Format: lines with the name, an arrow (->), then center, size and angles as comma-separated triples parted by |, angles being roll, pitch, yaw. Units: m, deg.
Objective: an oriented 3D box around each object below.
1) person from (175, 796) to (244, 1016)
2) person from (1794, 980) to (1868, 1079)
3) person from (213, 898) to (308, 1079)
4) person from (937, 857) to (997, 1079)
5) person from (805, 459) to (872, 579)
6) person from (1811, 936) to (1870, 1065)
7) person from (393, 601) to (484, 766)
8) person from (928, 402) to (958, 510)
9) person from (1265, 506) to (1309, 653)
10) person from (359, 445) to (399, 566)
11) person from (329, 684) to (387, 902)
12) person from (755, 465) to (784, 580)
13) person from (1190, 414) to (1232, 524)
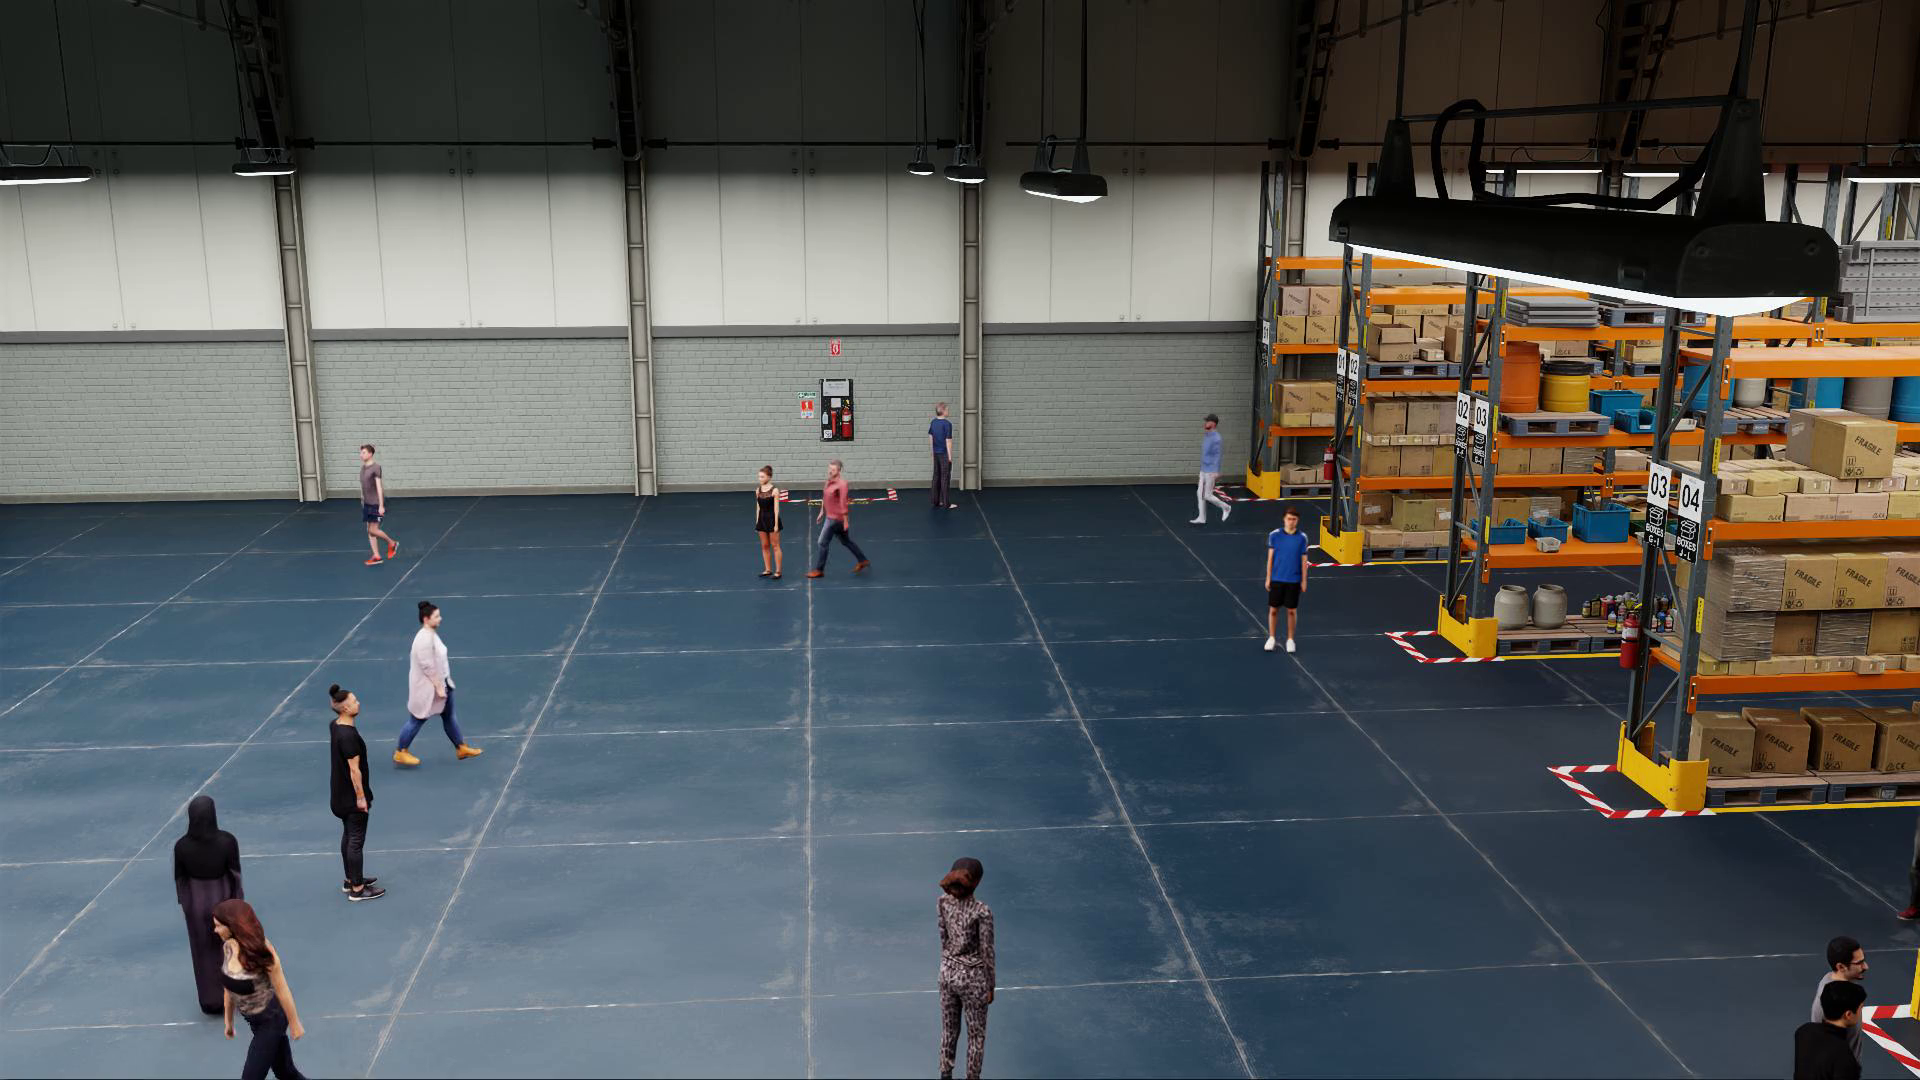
person -> -5.436, 2.655, 12.026 | 0.858, 1.608, 0.807 | -5, 14, -22
person -> 4.717, 3.251, 9.219 | 0.652, 1.714, 0.671 | -1, 13, -5
person -> -4.215, 2.992, 10.316 | 0.992, 1.724, 1.025 | 7, 15, 29
person -> 0.028, 2.872, 10.854 | 0.651, 1.715, 0.727 | 8, 15, 32
person -> -1.728, -0.309, 24.455 | 1.307, 1.775, 0.866 | -4, 14, -16
person -> 5.064, 3.122, 9.685 | 0.713, 1.755, 0.705 | 6, 14, 25
person -> -5.464, 1.489, 16.850 | 1.092, 1.703, 0.674 | -1, 13, -4
person -> -0.320, -1.501, 29.396 | 0.771, 1.870, 0.741 | -12, 18, -42
person -> 4.093, 0.474, 20.874 | 0.632, 1.865, 0.796 | 3, 13, 14
person -> -8.862, -0.545, 25.325 | 0.911, 1.844, 0.968 | 10, 16, 36
person -> -5.105, 2.083, 13.935 | 0.756, 1.862, 0.775 | -8, 15, -31
person -> -2.807, -0.269, 24.492 | 0.672, 1.680, 0.751 | 8, 15, 32
person -> 4.263, -1.187, 28.029 | 0.961, 1.873, 0.726 | -3, 13, -12
